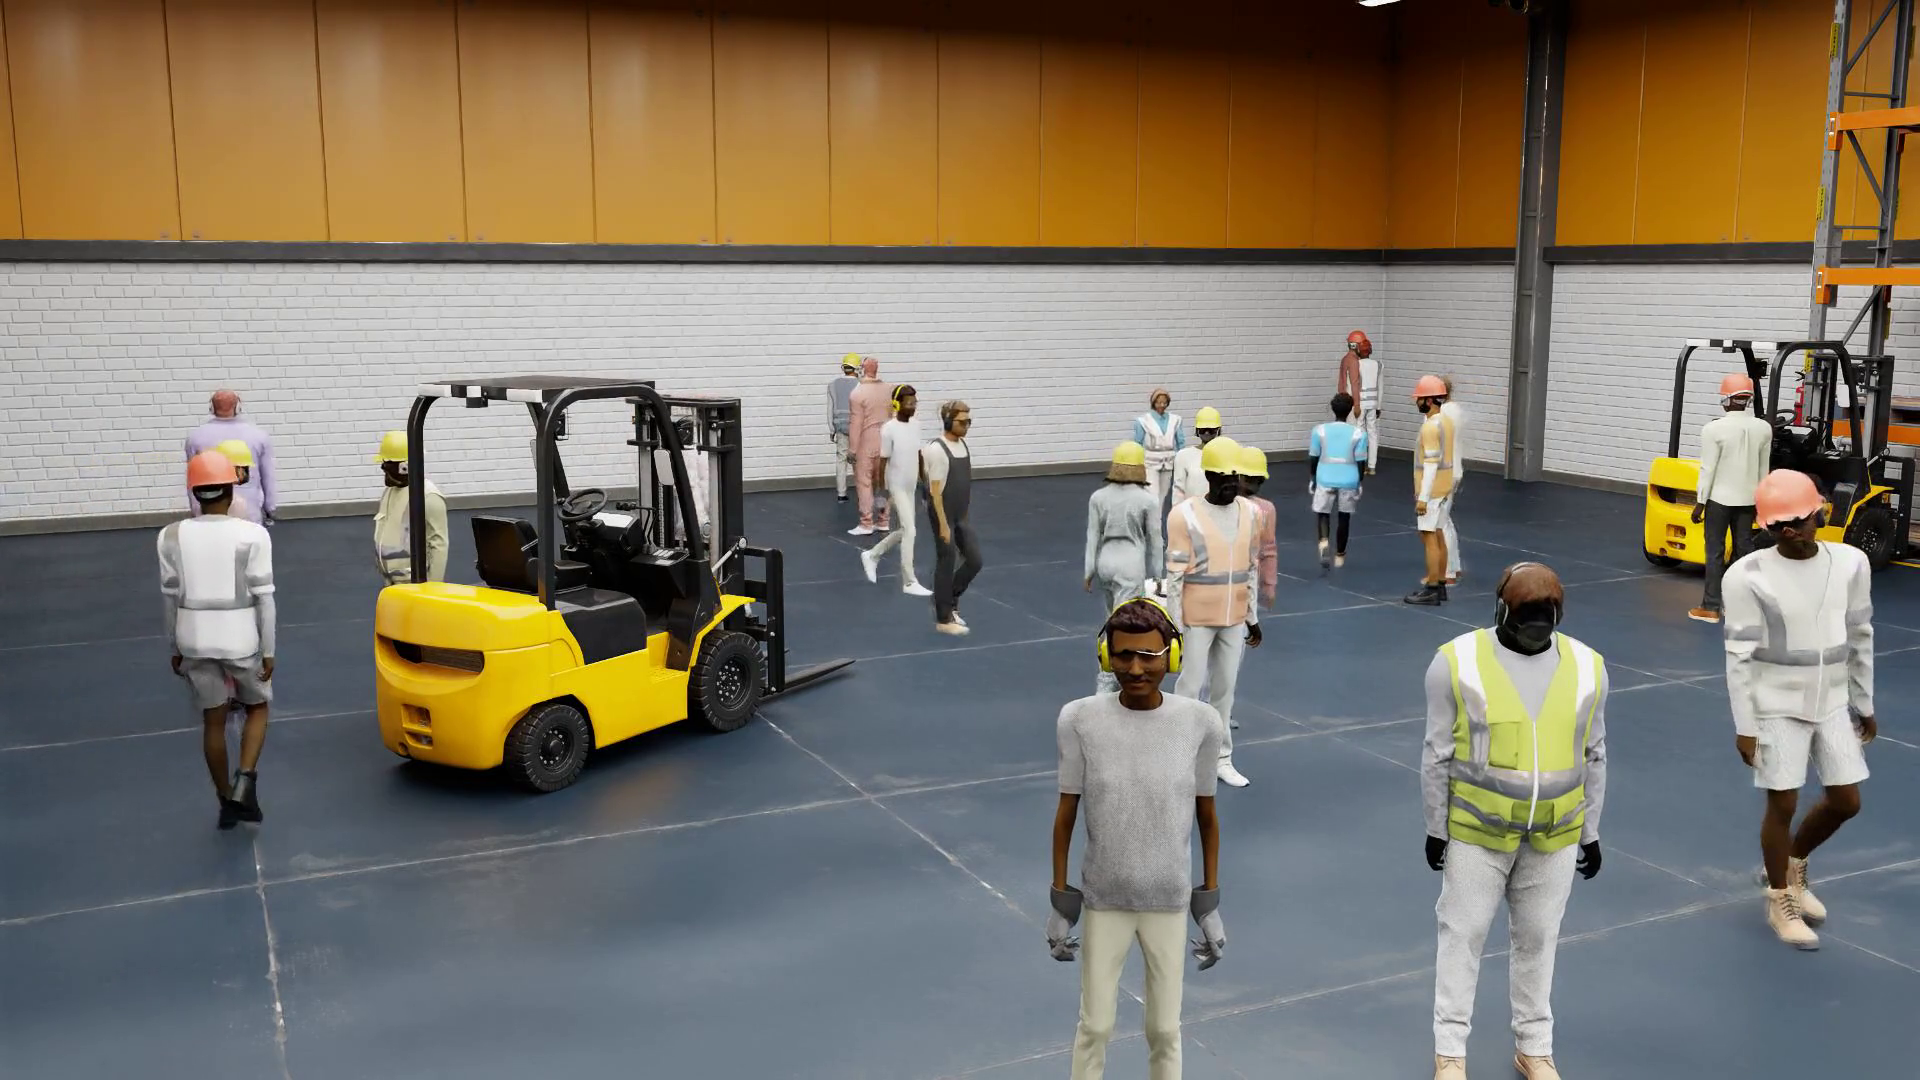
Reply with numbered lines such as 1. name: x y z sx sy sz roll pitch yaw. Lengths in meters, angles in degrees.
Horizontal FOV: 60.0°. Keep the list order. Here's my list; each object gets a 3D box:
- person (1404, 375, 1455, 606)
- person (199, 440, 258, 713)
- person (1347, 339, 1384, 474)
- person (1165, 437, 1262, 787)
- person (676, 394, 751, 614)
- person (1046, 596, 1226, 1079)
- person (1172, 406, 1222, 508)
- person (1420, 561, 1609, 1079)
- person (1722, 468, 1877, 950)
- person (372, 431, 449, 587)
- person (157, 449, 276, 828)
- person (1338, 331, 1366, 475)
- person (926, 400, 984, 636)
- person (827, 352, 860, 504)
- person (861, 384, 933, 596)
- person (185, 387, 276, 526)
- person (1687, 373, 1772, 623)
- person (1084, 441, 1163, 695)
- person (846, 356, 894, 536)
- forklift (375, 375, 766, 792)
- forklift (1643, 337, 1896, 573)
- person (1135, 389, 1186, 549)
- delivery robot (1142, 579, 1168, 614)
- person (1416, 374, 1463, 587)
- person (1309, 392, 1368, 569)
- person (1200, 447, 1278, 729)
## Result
1. person: 3.940 -0.417 13.996 0.377 1.932 0.552 6 11 31
2. person: -4.603 0.238 10.533 0.519 1.744 0.441 6 11 33
3. person: 5.557 -1.831 22.920 0.573 1.887 0.355 -3 10 -18
4. person: 1.379 0.403 8.941 0.590 1.924 0.388 -4 10 -25
5. person: -1.834 -0.150 12.563 0.899 1.872 0.649 6 11 32
6. person: 0.522 1.080 4.916 0.534 1.868 0.310 0 9 2
7. person: 1.898 -0.149 12.861 0.525 1.769 0.308 1 9 6
8. person: 1.872 0.980 5.627 0.622 1.843 0.429 0 9 1
9. person: 3.469 0.693 6.926 0.673 2.012 0.488 -1 9 -4
10. person: -3.397 0.233 10.293 0.592 1.828 0.404 8 12 42
11. person: -3.684 0.510 8.292 0.546 1.918 0.477 -2 9 -10
12. person: 5.418 -1.889 22.968 0.392 1.988 0.609 0 9 -2
13. person: -0.048 -0.160 12.723 0.409 1.825 0.515 6 11 33
14. person: -1.303 -1.344 20.077 0.600 1.827 0.403 3 10 19
15. person: -0.563 -0.449 14.515 0.765 1.837 0.522 6 11 32
16. person: -5.795 -0.269 13.258 0.656 1.886 0.738 -4 10 -26
17. person: 6.144 -0.331 13.289 0.646 1.991 0.399 -2 9 -12
18. person: 1.057 0.205 10.890 0.497 1.692 0.865 5 10 27
19. person: -0.978 -1.003 17.723 0.404 1.906 0.651 7 12 39
20. forklift: -2.268 0.149 9.685 1.214 2.155 2.313 6 11 32
21. forklift: 7.551 -0.789 15.507 2.313 2.155 1.214 -4 10 -25
22. person: 2.055 -0.713 16.853 0.513 1.607 0.740 -3 10 -20
23. delivery robot: 1.755 0.435 12.690 0.707 0.478 0.477 3 10 18
24. person: 4.258 -0.517 14.721 0.368 1.910 0.675 6 11 32
25. person: 3.518 -0.534 15.496 0.542 1.679 0.610 3 9 15
26. person: 1.684 0.297 10.134 0.543 1.740 0.427 -4 10 -22
